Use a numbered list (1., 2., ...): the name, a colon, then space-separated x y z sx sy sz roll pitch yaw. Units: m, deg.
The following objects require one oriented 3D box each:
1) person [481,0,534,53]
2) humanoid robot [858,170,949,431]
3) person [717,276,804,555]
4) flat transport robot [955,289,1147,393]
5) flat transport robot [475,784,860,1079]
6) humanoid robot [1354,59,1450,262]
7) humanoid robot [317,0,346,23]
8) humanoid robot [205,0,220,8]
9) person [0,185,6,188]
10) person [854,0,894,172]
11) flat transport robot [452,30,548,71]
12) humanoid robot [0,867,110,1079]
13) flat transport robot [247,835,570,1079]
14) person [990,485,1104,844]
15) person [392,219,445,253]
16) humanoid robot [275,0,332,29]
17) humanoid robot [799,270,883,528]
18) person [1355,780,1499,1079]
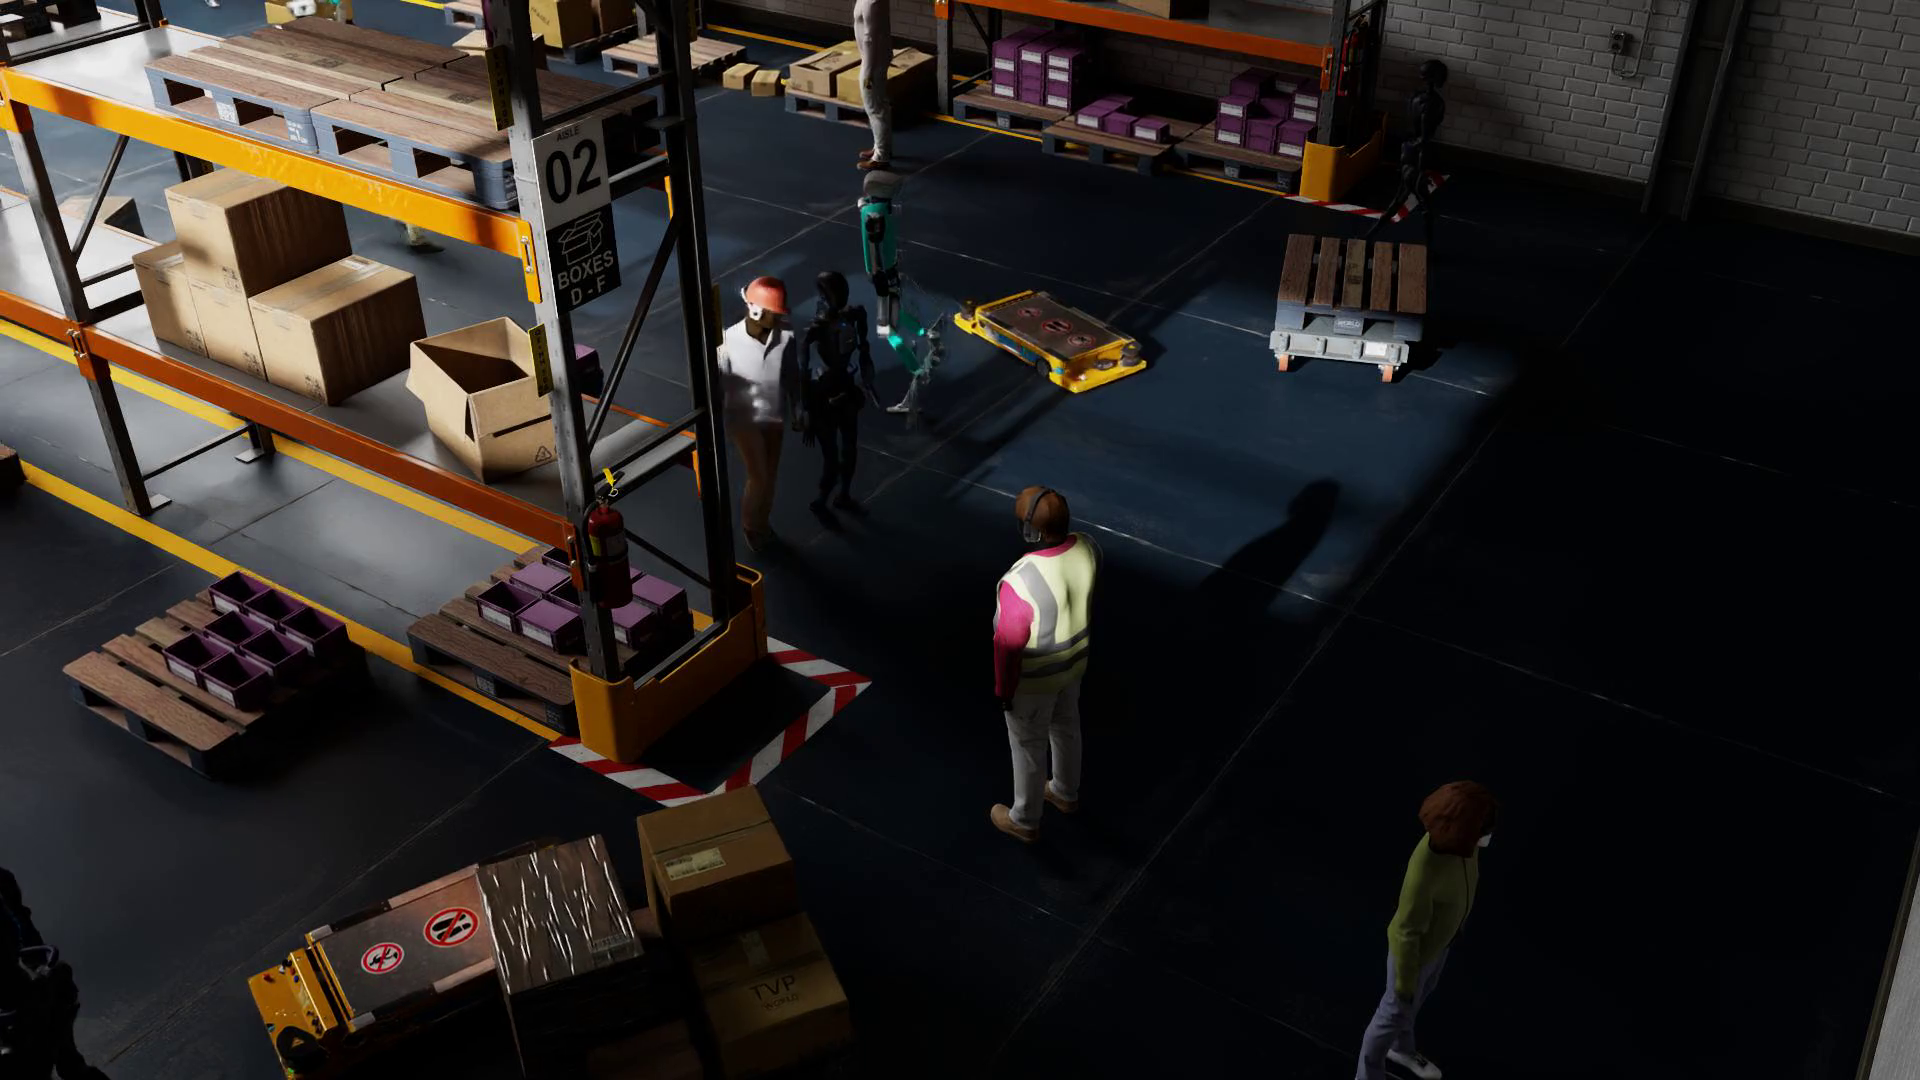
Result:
1. person: -4.058 -4.380 15.078 0.482 1.943 0.432 11 35 16
2. humanoid robot: -0.311 -1.516 10.914 0.707 1.857 0.541 0 33 -1
3. person: -1.133 -0.703 9.621 0.588 1.714 0.493 -22 39 -30
4. flat transport robot: 0.646 -1.491 12.164 0.659 0.231 1.431 -22 39 -30
5. flat transport robot: -1.112 2.082 6.673 0.659 0.231 1.431 -13 35 -19
6. humanoid robot: 3.644 -3.037 13.308 0.781 1.642 0.589 8 34 11
7. humanoid robot: -7.004 -6.159 18.005 0.530 1.790 0.796 18 37 26
8. humanoid robot: -9.232 -7.218 19.684 1.051 1.765 0.542 28 42 36
9. person: -8.814 -3.766 14.425 0.455 1.622 0.566 15 36 22
10. person: -0.781 -4.284 14.941 0.366 1.932 0.633 1 33 2
11. flat transport robot: -4.446 -3.858 15.802 1.431 0.231 0.659 6 34 9
12. humanoid robot: -3.332 1.703 5.978 0.418 1.644 0.583 -3 33 -4
13. flat transport robot: -2.243 1.778 7.140 1.431 0.231 0.659 -20 38 -28
14. person: 0.368 0.567 7.573 0.432 1.836 0.617 24 40 32
15. person: -4.417 -3.171 13.413 0.439 1.719 0.639 -5 33 -8
16. humanoid robot: -5.643 -3.855 14.437 0.534 1.749 0.780 -22 39 -30
17. humanoid robot: -0.730 -0.847 9.881 0.334 1.648 0.586 26 41 34
18. person: 1.761 1.530 6.277 0.283 1.623 0.493 23 39 31
